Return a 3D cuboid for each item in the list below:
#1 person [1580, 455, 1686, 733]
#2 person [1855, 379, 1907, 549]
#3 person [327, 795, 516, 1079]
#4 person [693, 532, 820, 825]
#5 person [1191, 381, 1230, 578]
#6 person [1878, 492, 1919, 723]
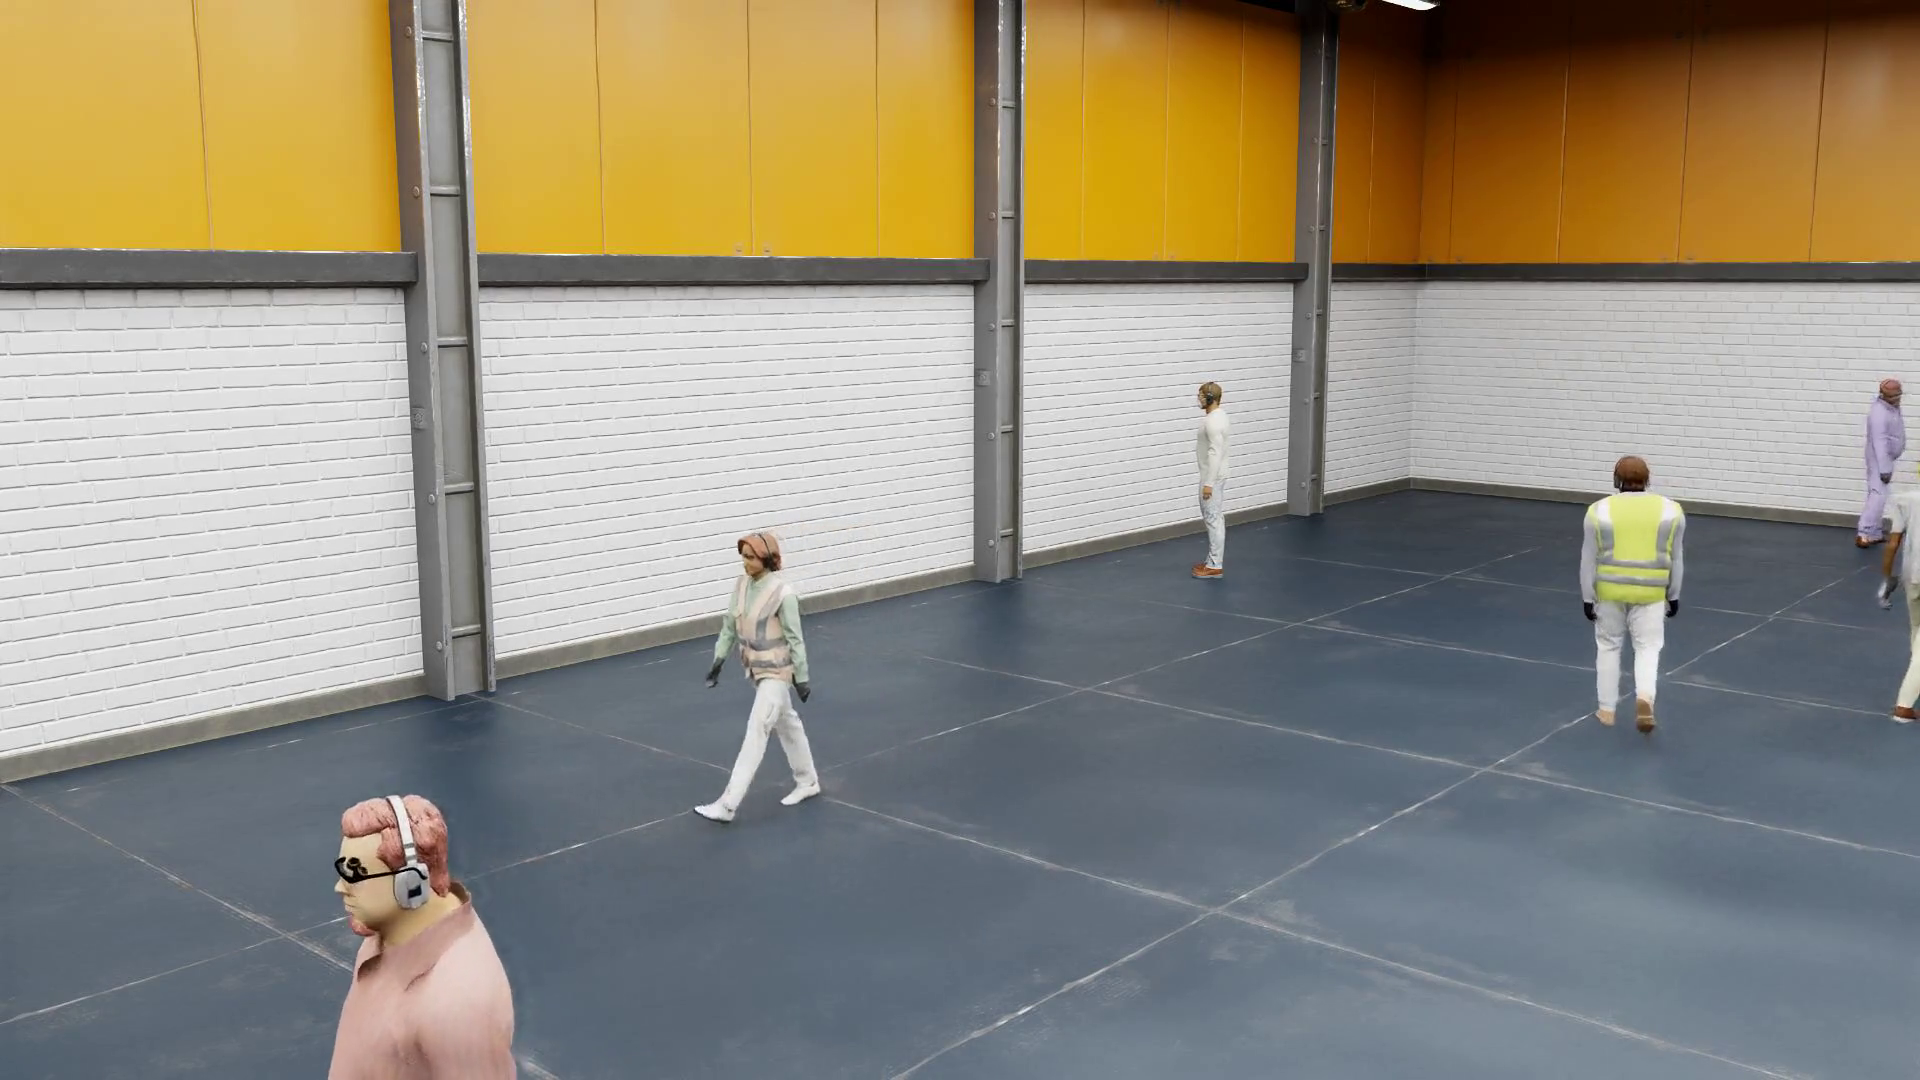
[{"bbox_3d":[4.354,0.357,10.808,0.635,1.819,0.679,3,9,17],"label":"person"},{"bbox_3d":[10.133,-0.841,18.225,0.396,1.863,0.728,6,11,34],"label":"person"},{"bbox_3d":[-1.291,1.472,3.673,0.941,1.864,0.651,-4,10,-22],"label":"person"},{"bbox_3d":[-1.094,0.745,9.095,0.898,1.584,0.504,-7,11,-37],"label":"person"},{"bbox_3d":[2.476,-0.593,16.401,0.355,1.938,0.637,2,9,12],"label":"person"},{"bbox_3d":[6.573,0.288,11.227,0.984,1.819,0.550,-8,12,-40],"label":"person"}]
